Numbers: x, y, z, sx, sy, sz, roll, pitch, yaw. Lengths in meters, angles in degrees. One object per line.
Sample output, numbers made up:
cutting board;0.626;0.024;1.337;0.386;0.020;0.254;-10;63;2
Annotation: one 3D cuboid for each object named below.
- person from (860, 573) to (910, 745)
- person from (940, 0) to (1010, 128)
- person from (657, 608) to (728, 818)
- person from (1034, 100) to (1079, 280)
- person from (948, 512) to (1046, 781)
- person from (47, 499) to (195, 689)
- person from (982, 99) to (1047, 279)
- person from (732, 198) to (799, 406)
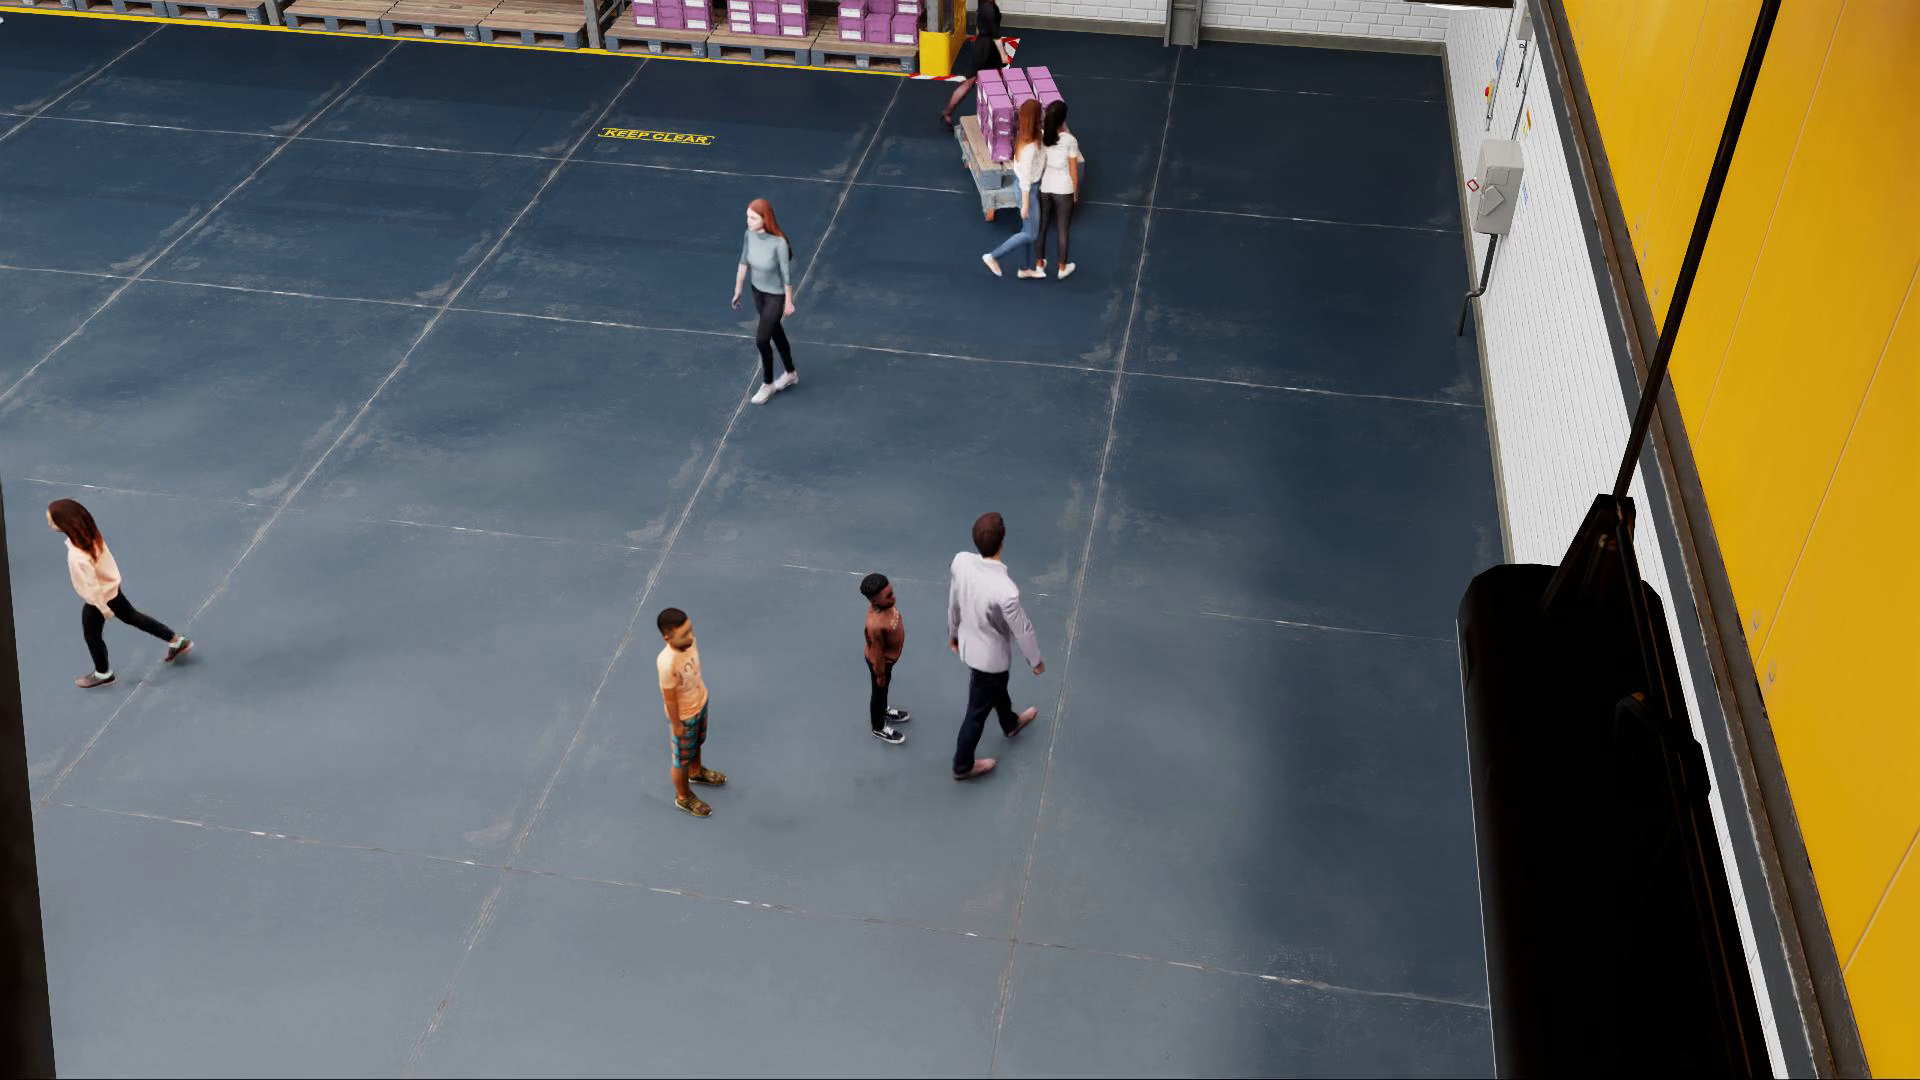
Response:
person;-0.485;0.706;10.271;0.474;1.255;0.518;5;39;7
person;0.166;-4.947;17.037;1.200;1.645;0.808;-5;39;-6
person;-1.616;0.976;9.768;0.509;1.461;0.545;10;40;13
person;0.836;-3.109;14.736;0.514;1.645;0.667;14;41;17
person;0.072;0.691;9.842;1.124;1.813;1.053;-20;43;-23
person;-5.407;0.316;10.600;1.046;1.454;0.823;-8;39;-10
person;0.501;-3.036;14.590;0.867;1.712;0.689;-1;39;-2
person;-1.452;-1.946;13.217;0.856;1.723;0.818;-31;48;-33
